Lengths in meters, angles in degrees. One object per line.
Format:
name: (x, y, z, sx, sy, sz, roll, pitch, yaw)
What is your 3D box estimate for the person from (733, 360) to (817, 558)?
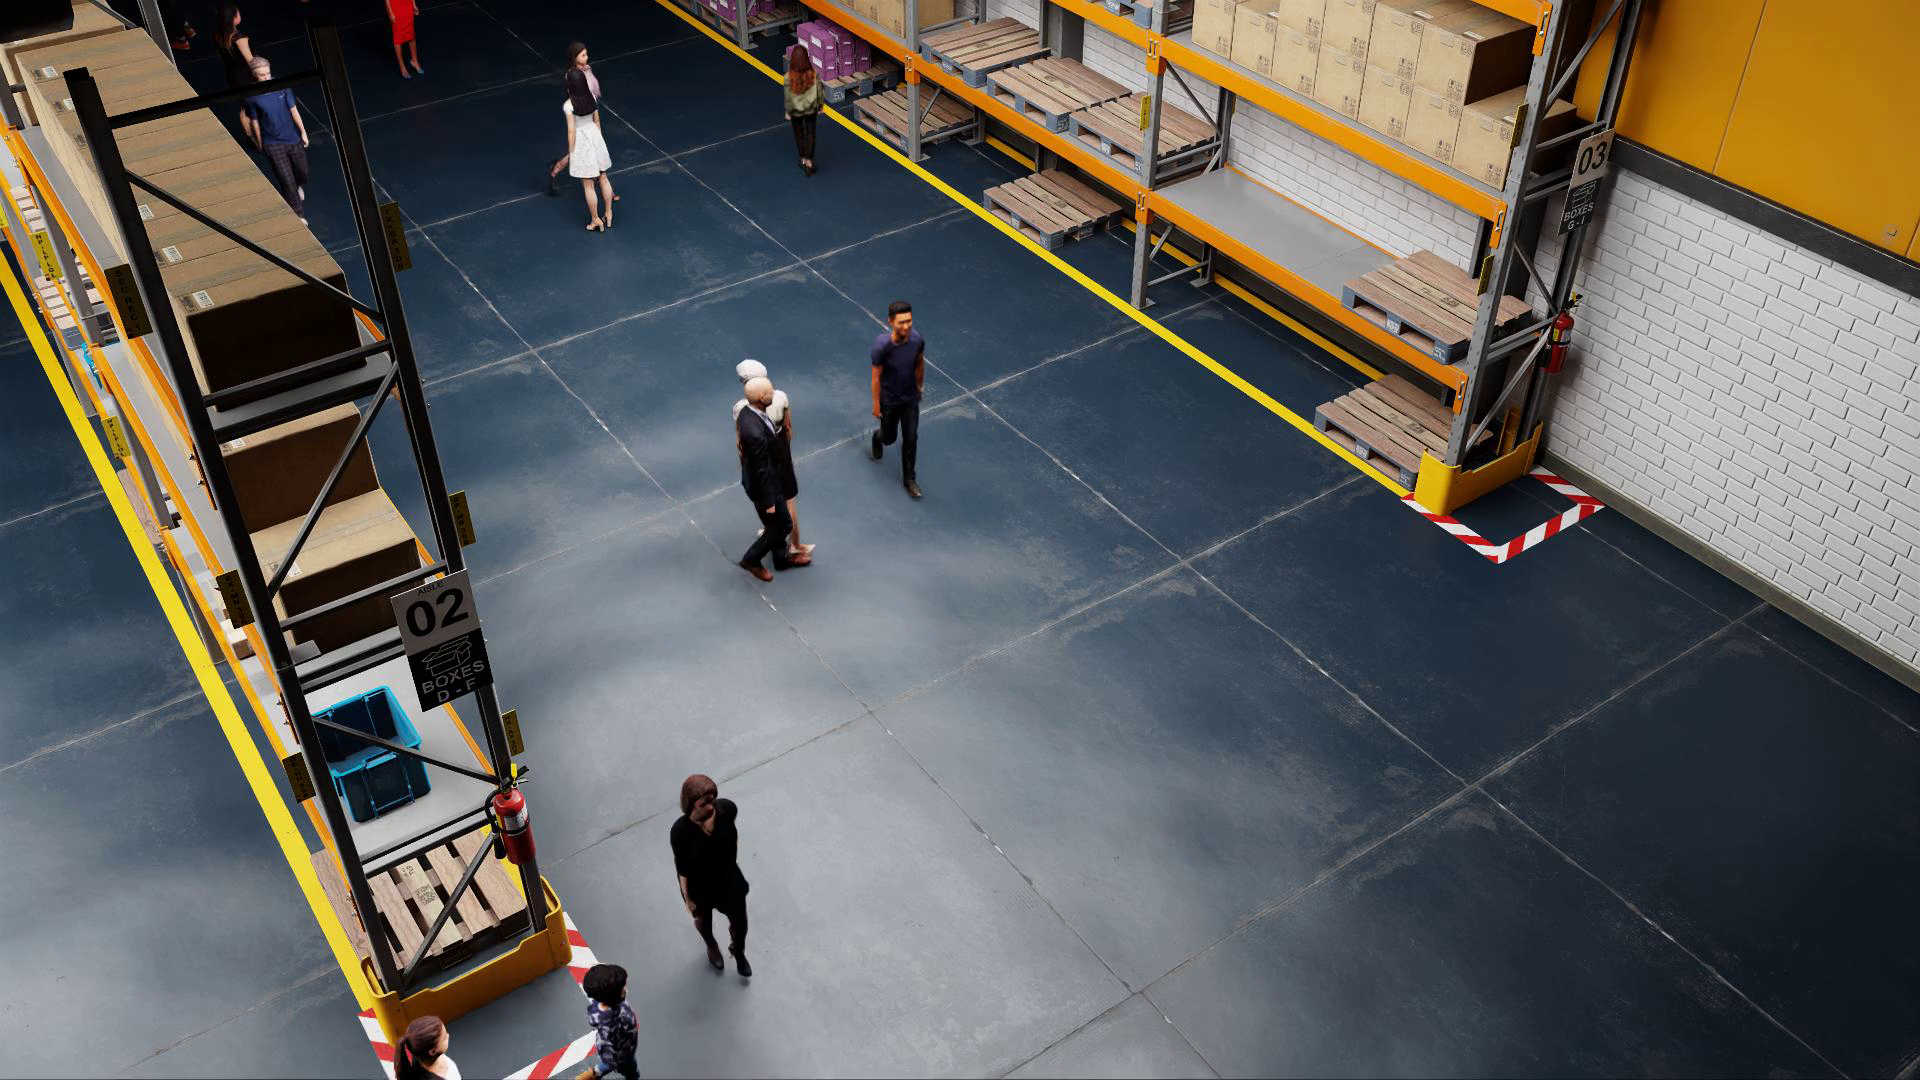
person: (-1.470, -0.585, 13.006, 0.813, 1.721, 0.853, -7, 39, -9)

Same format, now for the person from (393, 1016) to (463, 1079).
person: (-2.752, 3.060, 8.607, 0.855, 1.513, 1.039, -11, 40, -14)

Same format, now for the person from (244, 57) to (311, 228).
person: (-7.156, -4.212, 17.450, 0.686, 1.842, 0.917, -25, 45, -28)

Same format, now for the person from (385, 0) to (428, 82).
person: (-6.900, -6.561, 20.470, 0.603, 1.743, 0.629, 24, 45, 27)

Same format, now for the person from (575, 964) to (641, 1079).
person: (-1.943, 2.767, 9.195, 0.735, 1.239, 0.730, -6, 39, -7)

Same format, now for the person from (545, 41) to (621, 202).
person: (-4.090, -4.468, 17.817, 1.123, 1.784, 1.058, 7, 39, 8)

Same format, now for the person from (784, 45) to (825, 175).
person: (-1.736, -4.757, 18.429, 0.709, 1.472, 0.746, -7, 39, -8)

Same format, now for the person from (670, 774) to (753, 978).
person: (-1.536, 1.951, 9.853, 0.593, 1.693, 0.625, -21, 43, -24)

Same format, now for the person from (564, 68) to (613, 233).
person: (-3.875, -4.055, 17.308, 0.702, 1.774, 0.701, 30, 47, 32)

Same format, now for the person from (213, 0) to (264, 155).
person: (-8.099, -5.210, 18.802, 0.695, 1.715, 0.817, 19, 42, 22)

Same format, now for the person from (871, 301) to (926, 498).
person: (-0.546, -1.224, 13.761, 0.762, 1.776, 1.023, -16, 41, -19)

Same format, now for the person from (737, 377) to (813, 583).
person: (-1.550, -0.446, 12.778, 0.951, 1.788, 0.898, -4, 39, -5)
